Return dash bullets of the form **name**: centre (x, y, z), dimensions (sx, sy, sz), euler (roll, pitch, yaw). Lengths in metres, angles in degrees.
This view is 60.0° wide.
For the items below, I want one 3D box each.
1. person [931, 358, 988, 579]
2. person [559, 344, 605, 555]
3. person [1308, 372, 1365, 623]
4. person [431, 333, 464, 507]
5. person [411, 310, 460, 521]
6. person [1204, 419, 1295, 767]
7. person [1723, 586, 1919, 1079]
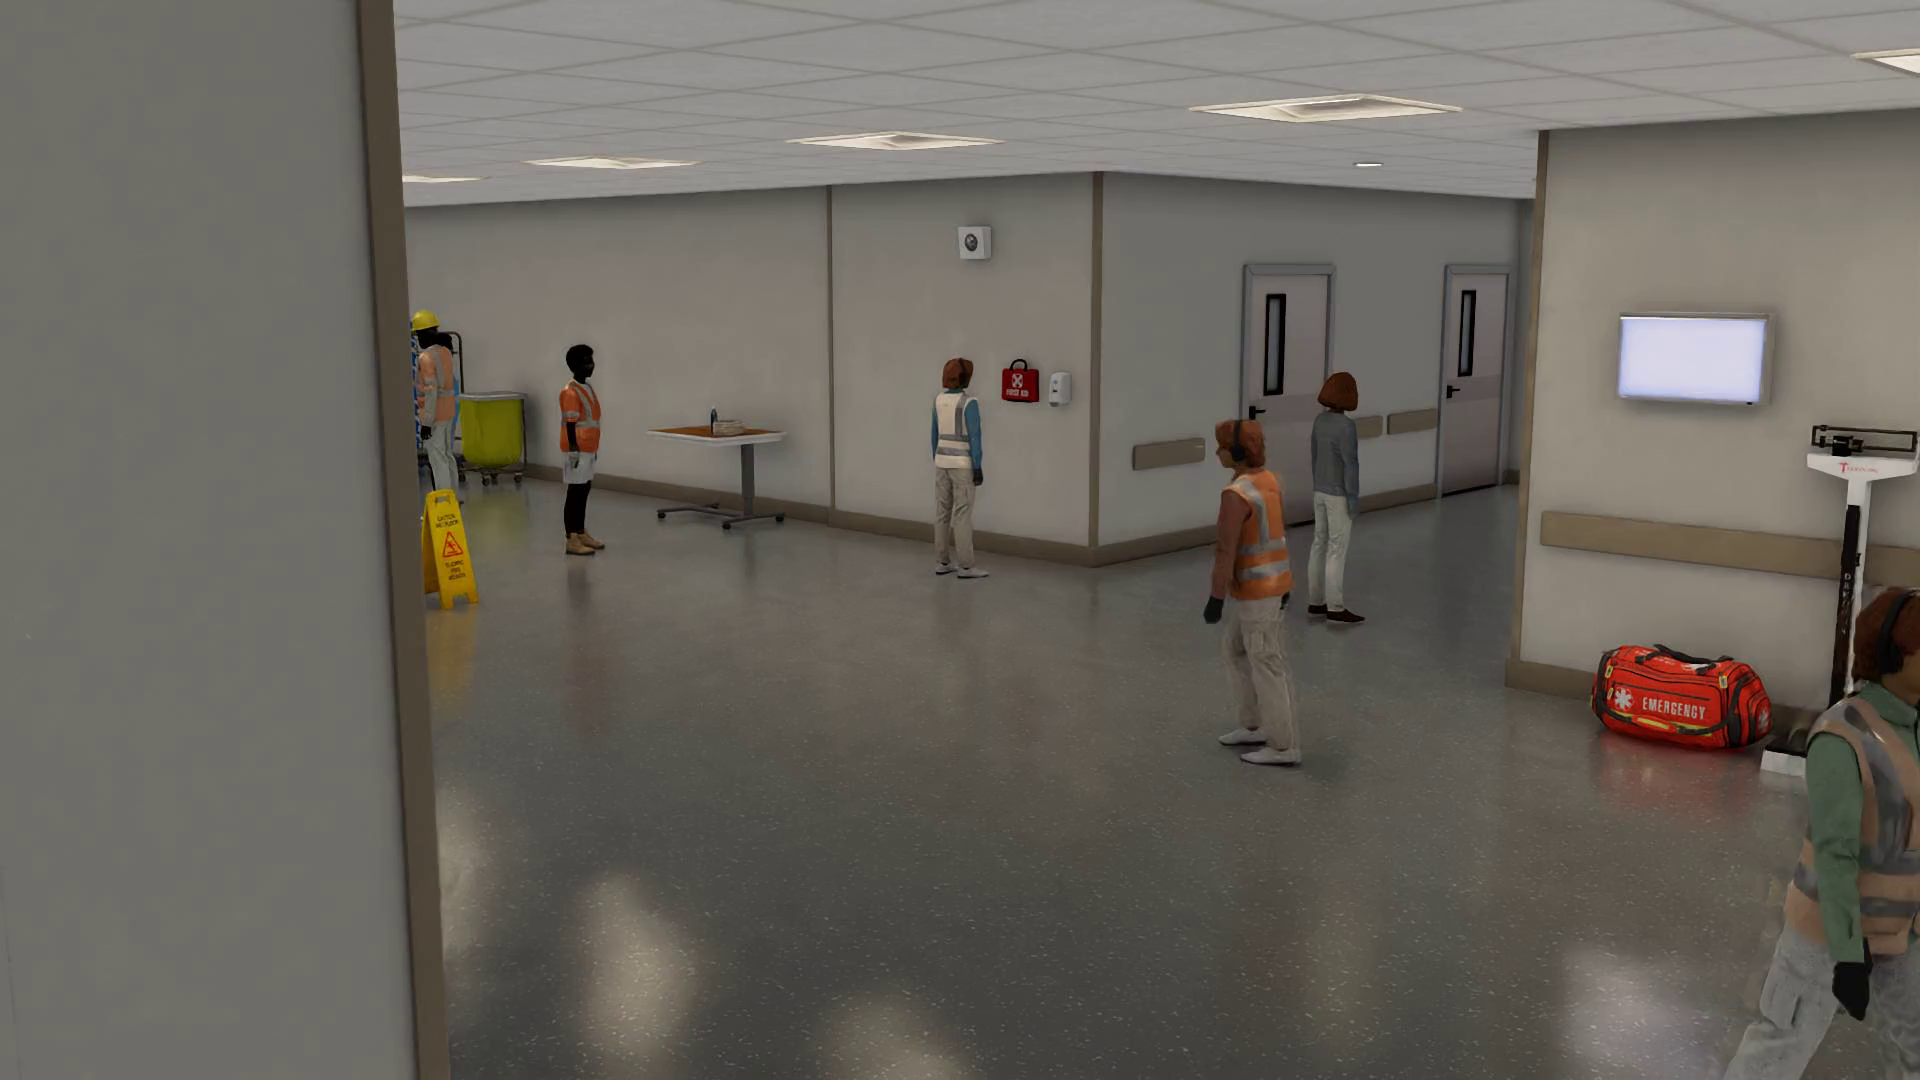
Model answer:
- **person**: centre (-0.021, -0.534, 12.410), dimensions (0.313, 1.642, 0.513), euler (-8, 12, -40)
- **person**: centre (-3.060, -0.731, 13.446), dimensions (0.317, 1.695, 0.540), euler (1, 9, 4)
- **person**: centre (2.461, -0.280, 10.875), dimensions (0.284, 1.633, 0.497), euler (-3, 10, -17)
- **person**: centre (-4.980, -1.146, 16.025), dimensions (0.319, 1.690, 0.535), euler (-1, 9, -6)
- **person**: centre (-4.808, -1.127, 15.186), dimensions (0.379, 1.920, 0.594), euler (0, 9, 0)
- **person**: centre (1.340, 0.247, 7.705), dimensions (0.538, 1.612, 0.524), euler (4, 10, 25)
- **person**: centre (2.112, 0.896, 3.788), dimensions (0.541, 1.590, 0.875), euler (-5, 11, -28)
